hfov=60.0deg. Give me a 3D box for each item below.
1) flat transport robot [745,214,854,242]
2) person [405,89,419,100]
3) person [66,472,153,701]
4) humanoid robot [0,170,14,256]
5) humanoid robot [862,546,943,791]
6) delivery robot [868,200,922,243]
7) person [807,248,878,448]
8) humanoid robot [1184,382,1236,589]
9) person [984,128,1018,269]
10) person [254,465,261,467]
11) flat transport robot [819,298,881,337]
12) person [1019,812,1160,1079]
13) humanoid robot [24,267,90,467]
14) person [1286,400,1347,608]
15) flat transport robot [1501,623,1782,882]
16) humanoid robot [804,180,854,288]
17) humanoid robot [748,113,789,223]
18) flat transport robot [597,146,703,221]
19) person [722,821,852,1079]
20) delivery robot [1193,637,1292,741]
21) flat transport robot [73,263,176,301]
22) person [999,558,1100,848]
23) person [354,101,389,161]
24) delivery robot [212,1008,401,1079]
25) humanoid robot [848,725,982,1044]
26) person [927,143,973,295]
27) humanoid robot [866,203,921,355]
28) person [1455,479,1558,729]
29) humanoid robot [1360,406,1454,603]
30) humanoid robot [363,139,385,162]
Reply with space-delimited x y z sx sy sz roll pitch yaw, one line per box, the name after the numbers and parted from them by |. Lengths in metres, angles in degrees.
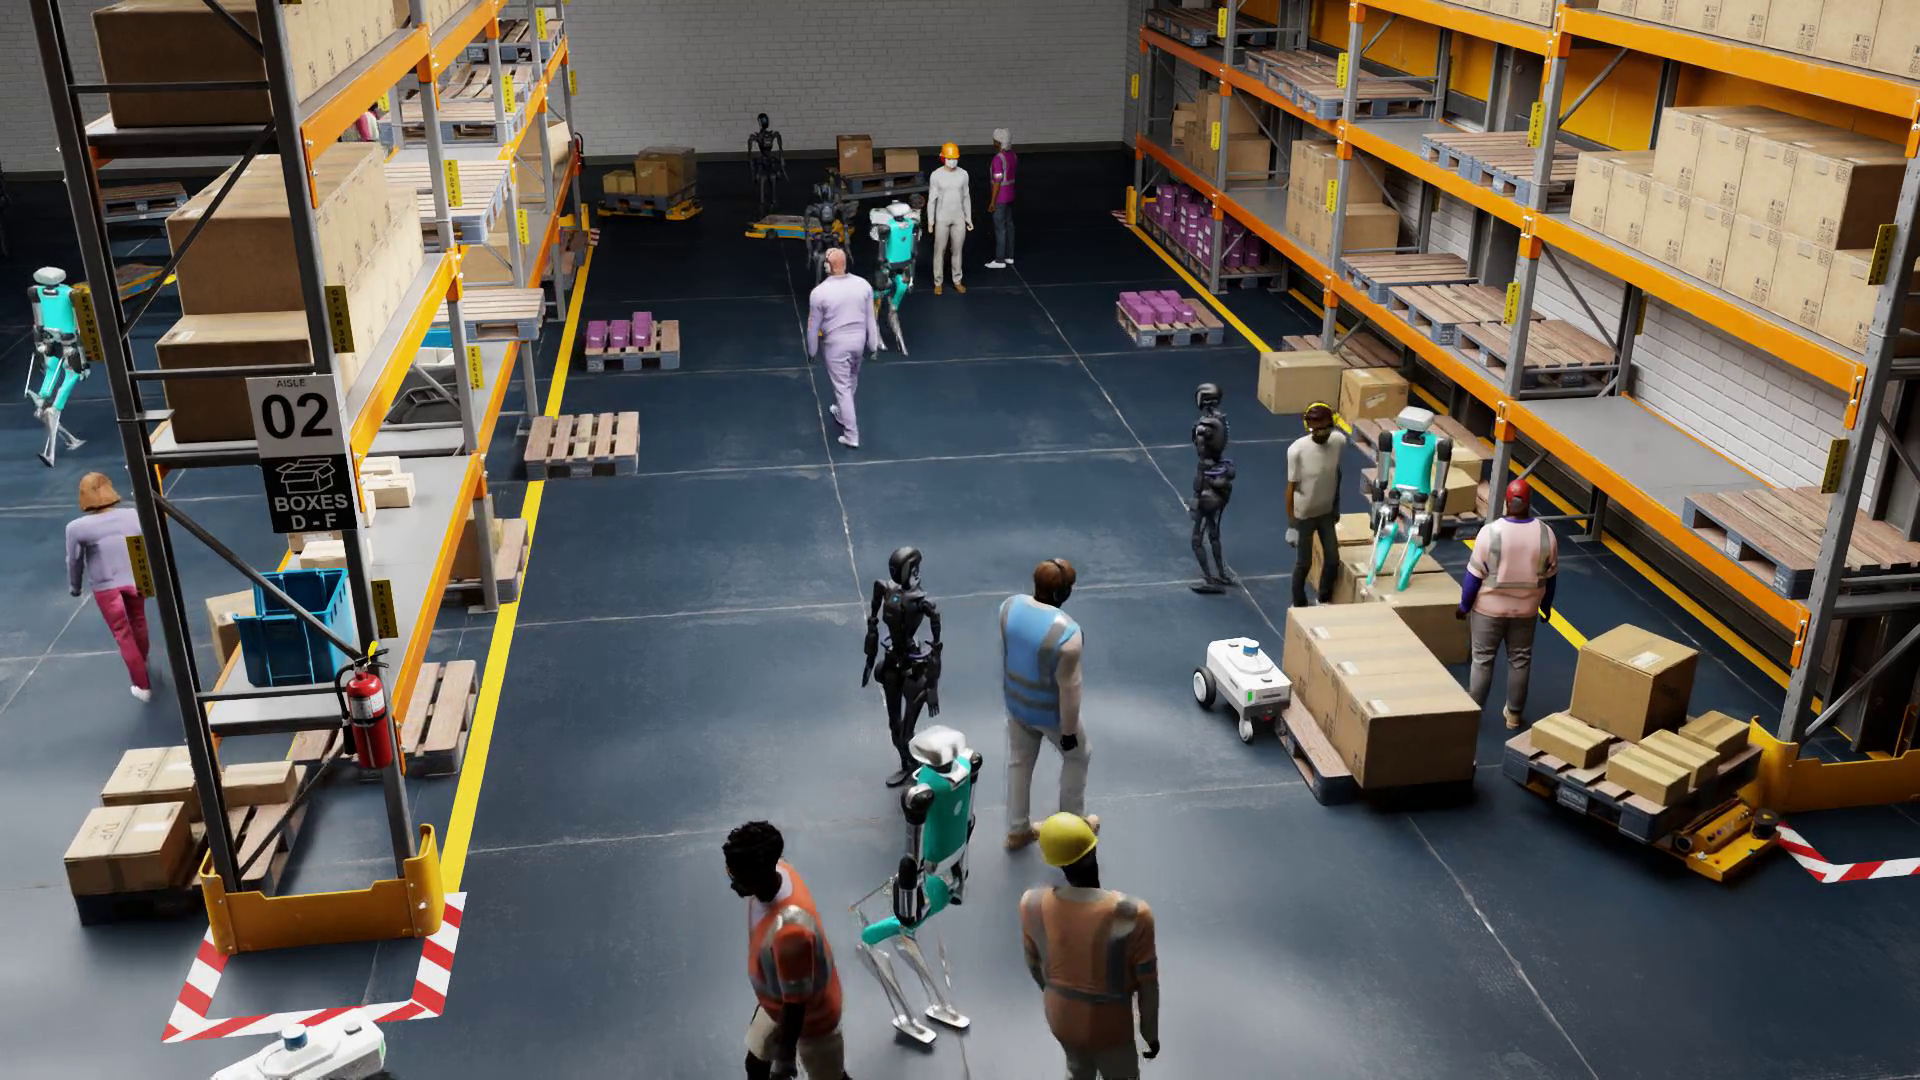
-2.296 -4.462 23.843 1.431 0.231 0.659 6 24 13 | flat transport robot
-8.518 -6.343 26.450 0.742 1.605 0.521 -6 24 -12 | person
-5.795 0.283 11.372 0.517 1.601 0.720 -21 31 -39 | person
-13.224 -4.673 22.571 0.422 1.640 0.611 21 31 40 | humanoid robot
-0.341 0.788 10.124 0.600 1.644 0.364 17 29 33 | humanoid robot
-0.928 -4.531 23.621 0.754 0.575 0.499 2 24 4 | delivery robot
-1.181 -1.878 15.987 0.650 1.855 0.979 -14 27 -29 | person
1.961 -0.415 12.874 0.398 1.635 0.601 11 26 24 | humanoid robot
0.549 -4.530 22.036 0.337 1.845 0.518 14 27 28 | person
-6.368 -1.376 15.037 0.571 1.691 0.936 -18 29 -35 | person
-1.323 -2.689 19.804 0.659 0.231 1.431 1 24 2 | flat transport robot
0.553 2.018 7.093 0.625 1.874 0.417 10 26 22 | person
-8.484 -1.557 15.475 0.562 1.837 0.873 3 24 8 | humanoid robot
2.584 -0.184 12.155 0.566 1.826 0.457 -10 26 -22 | person
4.139 1.568 10.105 0.659 0.231 1.431 -17 29 -34 | flat transport robot
-1.580 -3.493 19.925 0.586 1.642 0.482 -8 25 -17 | humanoid robot
-2.782 -5.341 24.090 0.606 1.653 0.329 -13 27 -27 | humanoid robot
-4.683 -5.026 25.129 1.431 0.231 0.659 6 24 14 | flat transport robot
-0.748 1.989 7.098 0.978 1.908 0.638 -9 25 -20 | person
1.924 0.956 11.160 0.499 0.607 0.808 -7 25 -15 | delivery robot
-10.601 -3.217 21.008 0.659 0.231 1.431 4 24 10 | flat transport robot
0.547 0.928 9.639 0.709 1.815 0.654 -22 32 -40 | person
-8.908 -5.872 25.134 0.781 1.814 0.629 3 24 7 | person
-3.001 2.495 7.662 0.818 0.614 0.499 -21 31 -39 | delivery robot
-0.268 1.643 8.056 0.677 1.758 0.536 15 28 31 | humanoid robot
-0.123 -4.021 20.820 0.586 1.893 0.370 -7 25 -15 | person
-0.824 -2.896 18.475 0.540 1.778 0.838 -17 29 -34 | humanoid robot
3.556 0.429 10.861 0.611 1.749 0.419 1 24 2 | person
3.120 -0.002 11.879 0.534 1.795 0.790 12 27 26 | humanoid robot
-7.682 -4.549 22.300 0.477 1.645 0.609 -9 25 -19 | humanoid robot
